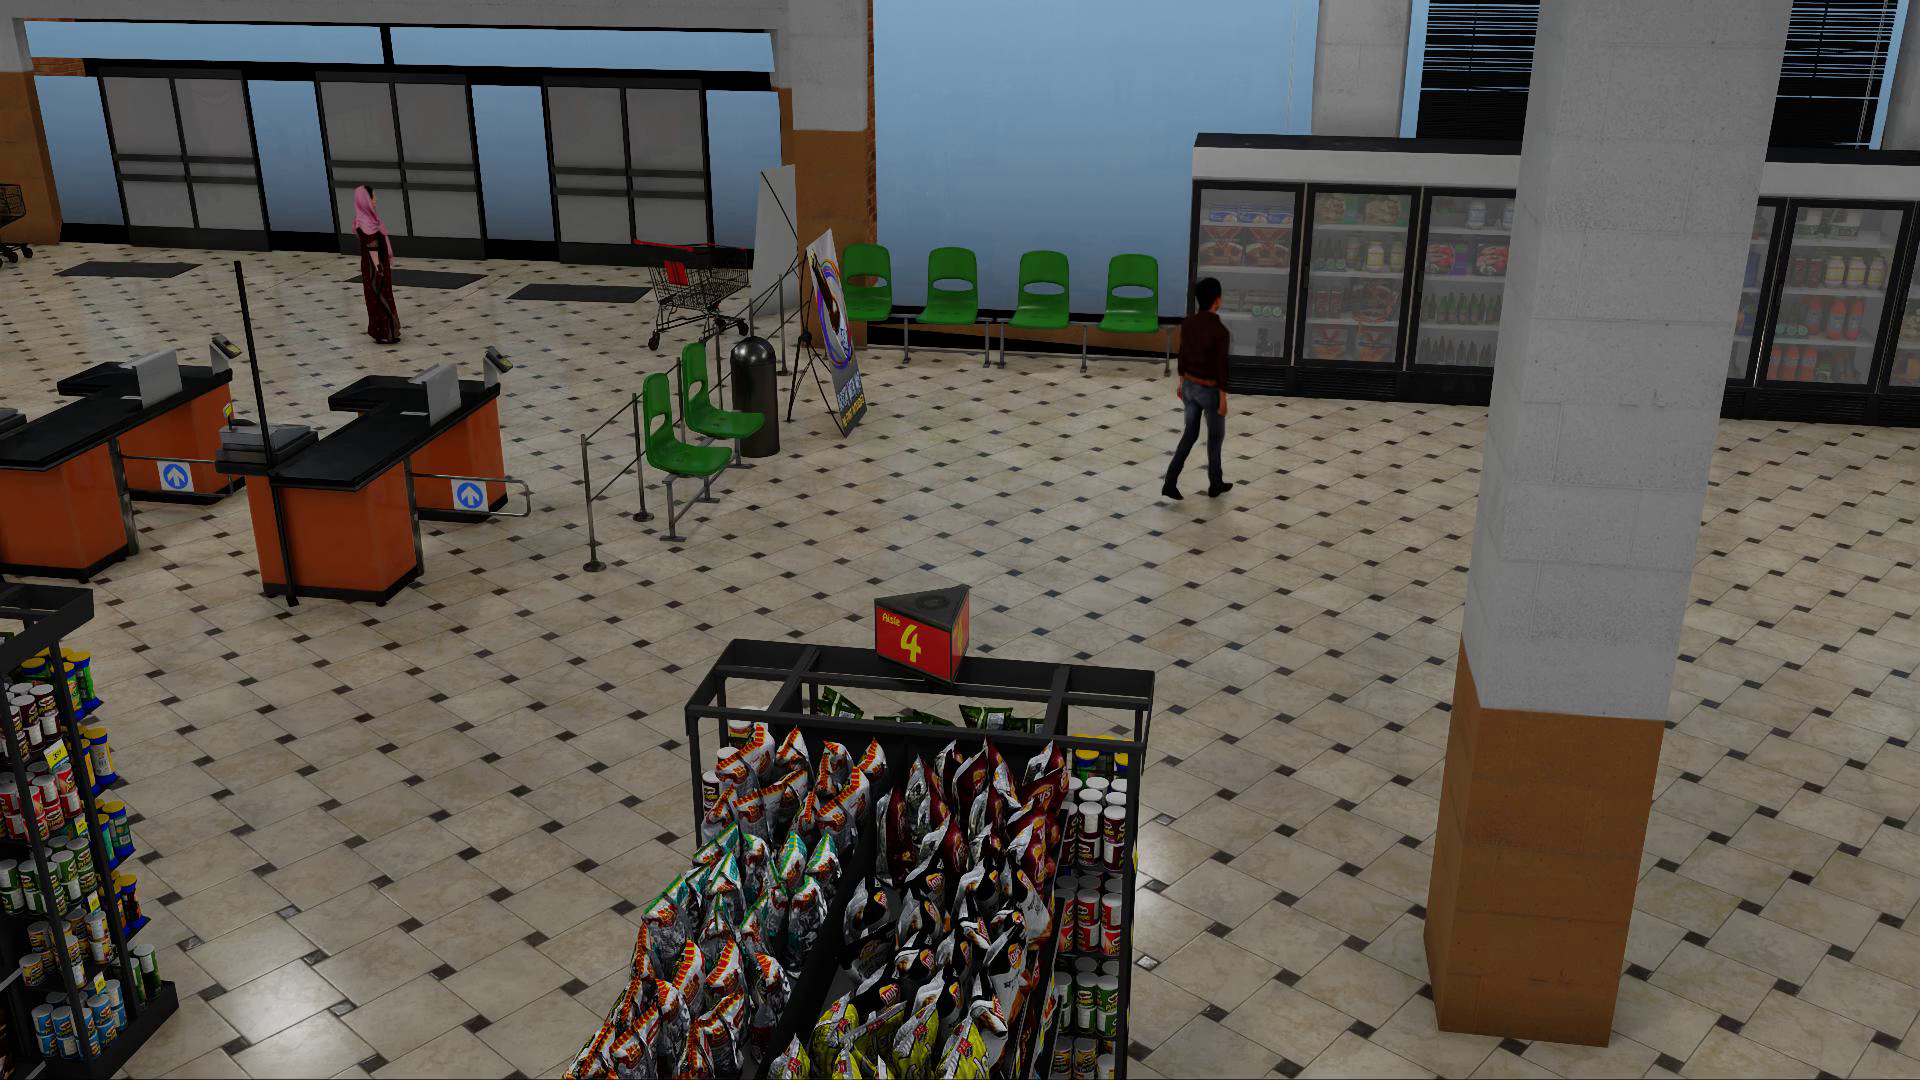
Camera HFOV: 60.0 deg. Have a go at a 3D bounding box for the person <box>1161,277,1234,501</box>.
[{"bbox_3d":[1.809,-1.114,12.754,1.096,1.760,0.995,-19,29,-39],"label":"person"}]

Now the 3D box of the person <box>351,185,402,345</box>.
[{"bbox_3d":[-6.077,-2.862,17.269,0.818,1.637,0.702,-6,23,-16],"label":"person"}]
